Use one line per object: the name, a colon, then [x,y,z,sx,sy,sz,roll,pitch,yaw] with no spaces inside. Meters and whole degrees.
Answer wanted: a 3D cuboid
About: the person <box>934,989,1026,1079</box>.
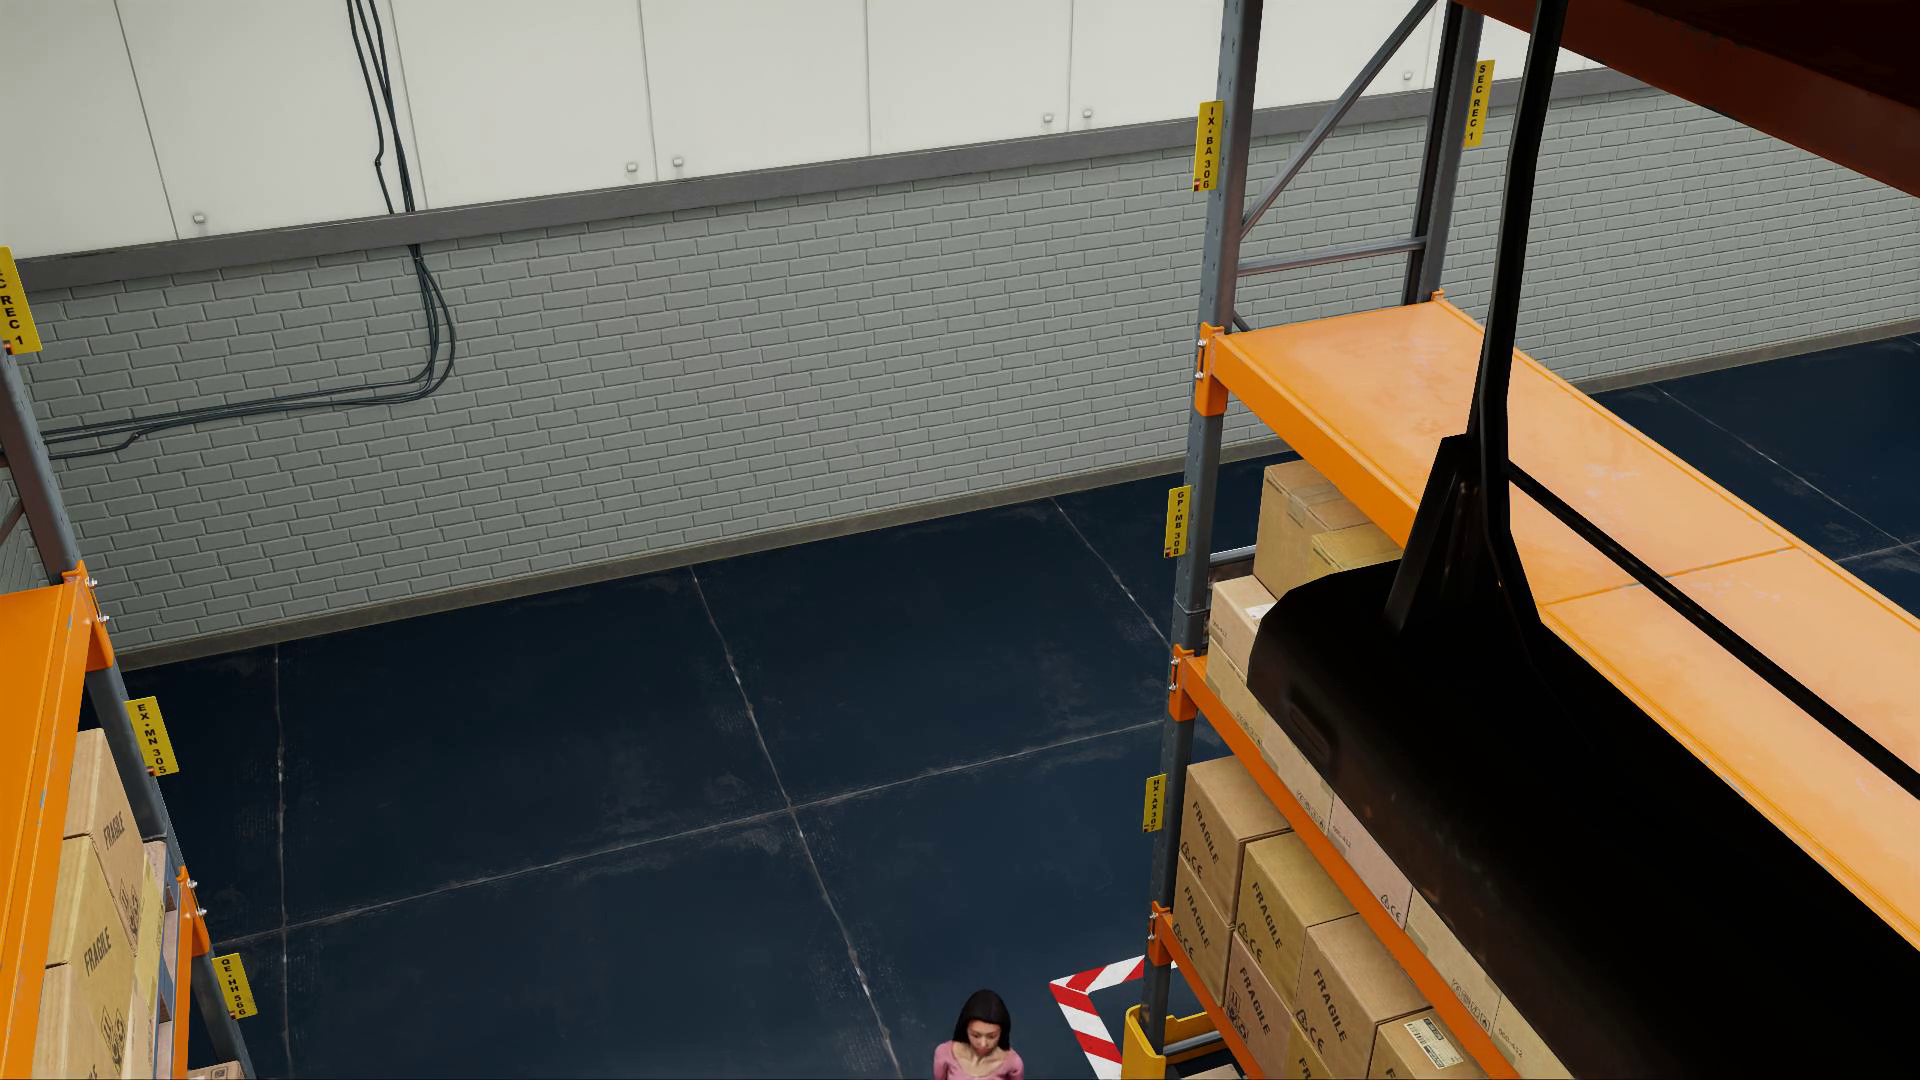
person: [0.076,2.587,7.343,0.819,1.733,0.947,5,33,7]
